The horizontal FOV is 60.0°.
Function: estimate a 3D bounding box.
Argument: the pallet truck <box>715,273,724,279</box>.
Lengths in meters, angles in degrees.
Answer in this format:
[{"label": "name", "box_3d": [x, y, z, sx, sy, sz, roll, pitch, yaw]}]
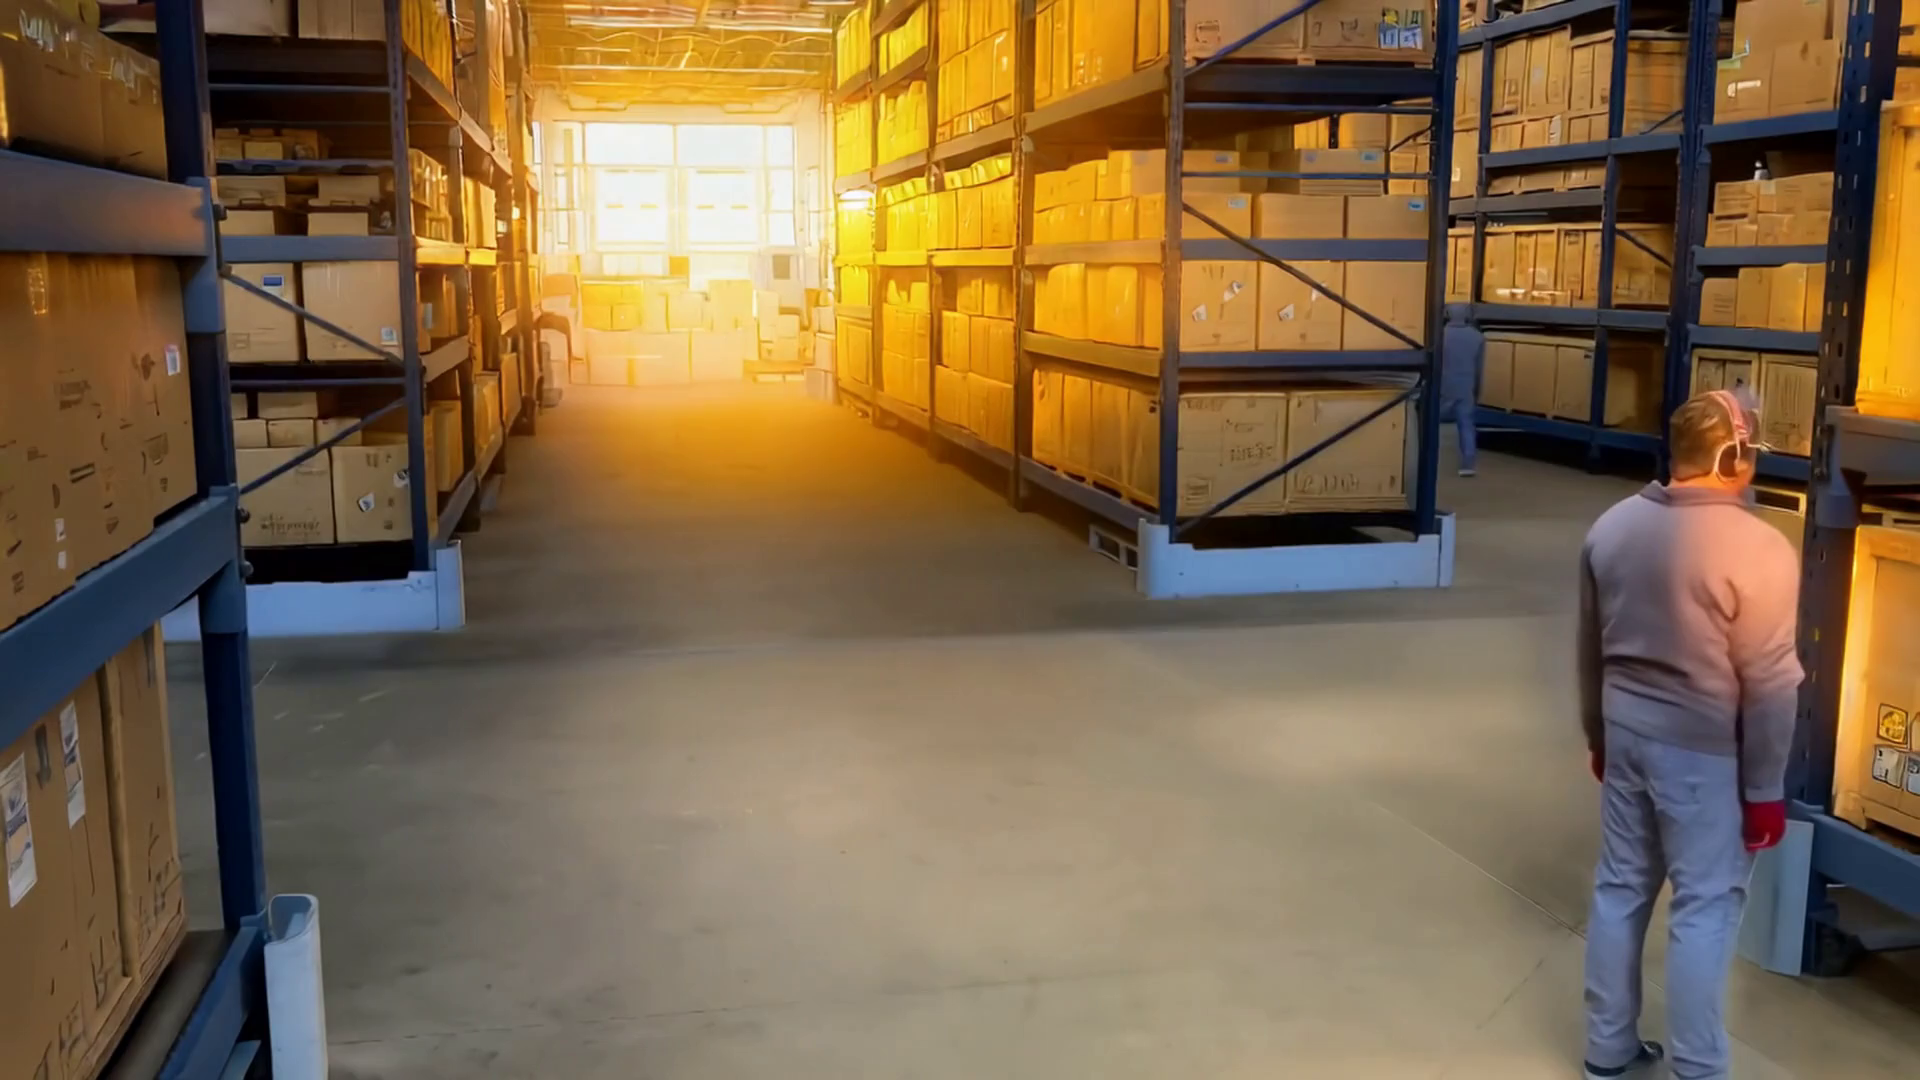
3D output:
[{"label": "pallet truck", "box_3d": [-8.580, -8.986, 62.280, 1.885, 1.965, 0.823, 1, 9, 5]}]

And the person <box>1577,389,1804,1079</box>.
[{"label": "person", "box_3d": [1.916, 0.561, 4.363, 0.399, 1.909, 0.642, -4, 10, -23]}]

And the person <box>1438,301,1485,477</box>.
[{"label": "person", "box_3d": [5.279, -1.615, 17.796, 0.649, 1.861, 0.982, -1, 9, -5]}]

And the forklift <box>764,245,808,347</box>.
[{"label": "forklift", "box_3d": [-4.934, -6.796, 46.247, 1.129, 2.768, 1.873, 0, 9, 3]}]

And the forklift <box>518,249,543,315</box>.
[{"label": "forklift", "box_3d": [-14.410, -8.377, 55.886, 1.873, 2.768, 1.129, 3, 10, 19]}]
